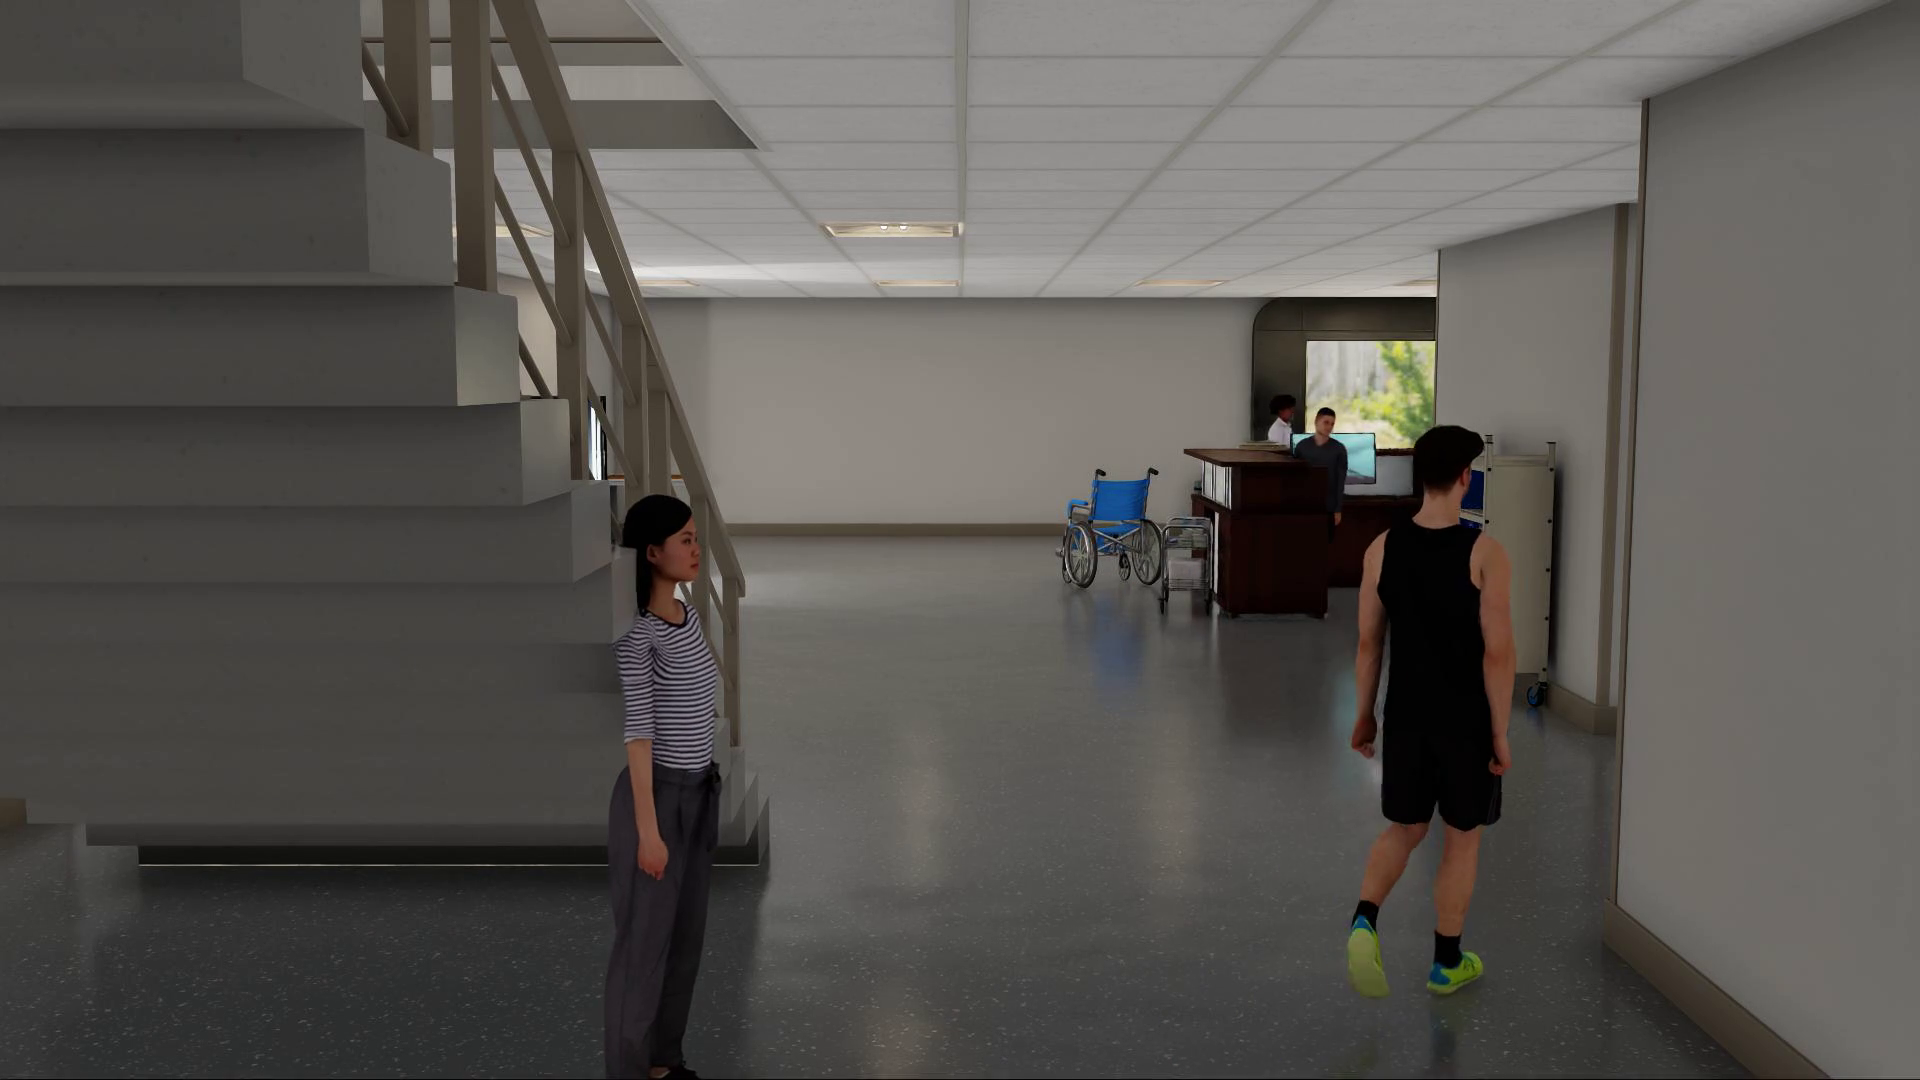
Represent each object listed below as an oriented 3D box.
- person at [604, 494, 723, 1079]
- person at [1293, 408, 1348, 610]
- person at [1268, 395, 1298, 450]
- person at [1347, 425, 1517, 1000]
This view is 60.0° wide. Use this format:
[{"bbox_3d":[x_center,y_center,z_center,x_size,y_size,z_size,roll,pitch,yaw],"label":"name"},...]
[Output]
[{"bbox_3d":[-0.826,0.739,4.516,0.705,1.732,0.533,1,6,14],"label":"person"},{"bbox_3d":[3.064,-0.259,14.403,0.848,1.738,0.796,3,7,31],"label":"person"},{"bbox_3d":[3.666,-0.773,19.399,1.112,1.761,1.177,4,7,33],"label":"person"},{"bbox_3d":[1.494,0.585,5.323,1.037,1.875,1.134,5,7,39],"label":"person"}]
